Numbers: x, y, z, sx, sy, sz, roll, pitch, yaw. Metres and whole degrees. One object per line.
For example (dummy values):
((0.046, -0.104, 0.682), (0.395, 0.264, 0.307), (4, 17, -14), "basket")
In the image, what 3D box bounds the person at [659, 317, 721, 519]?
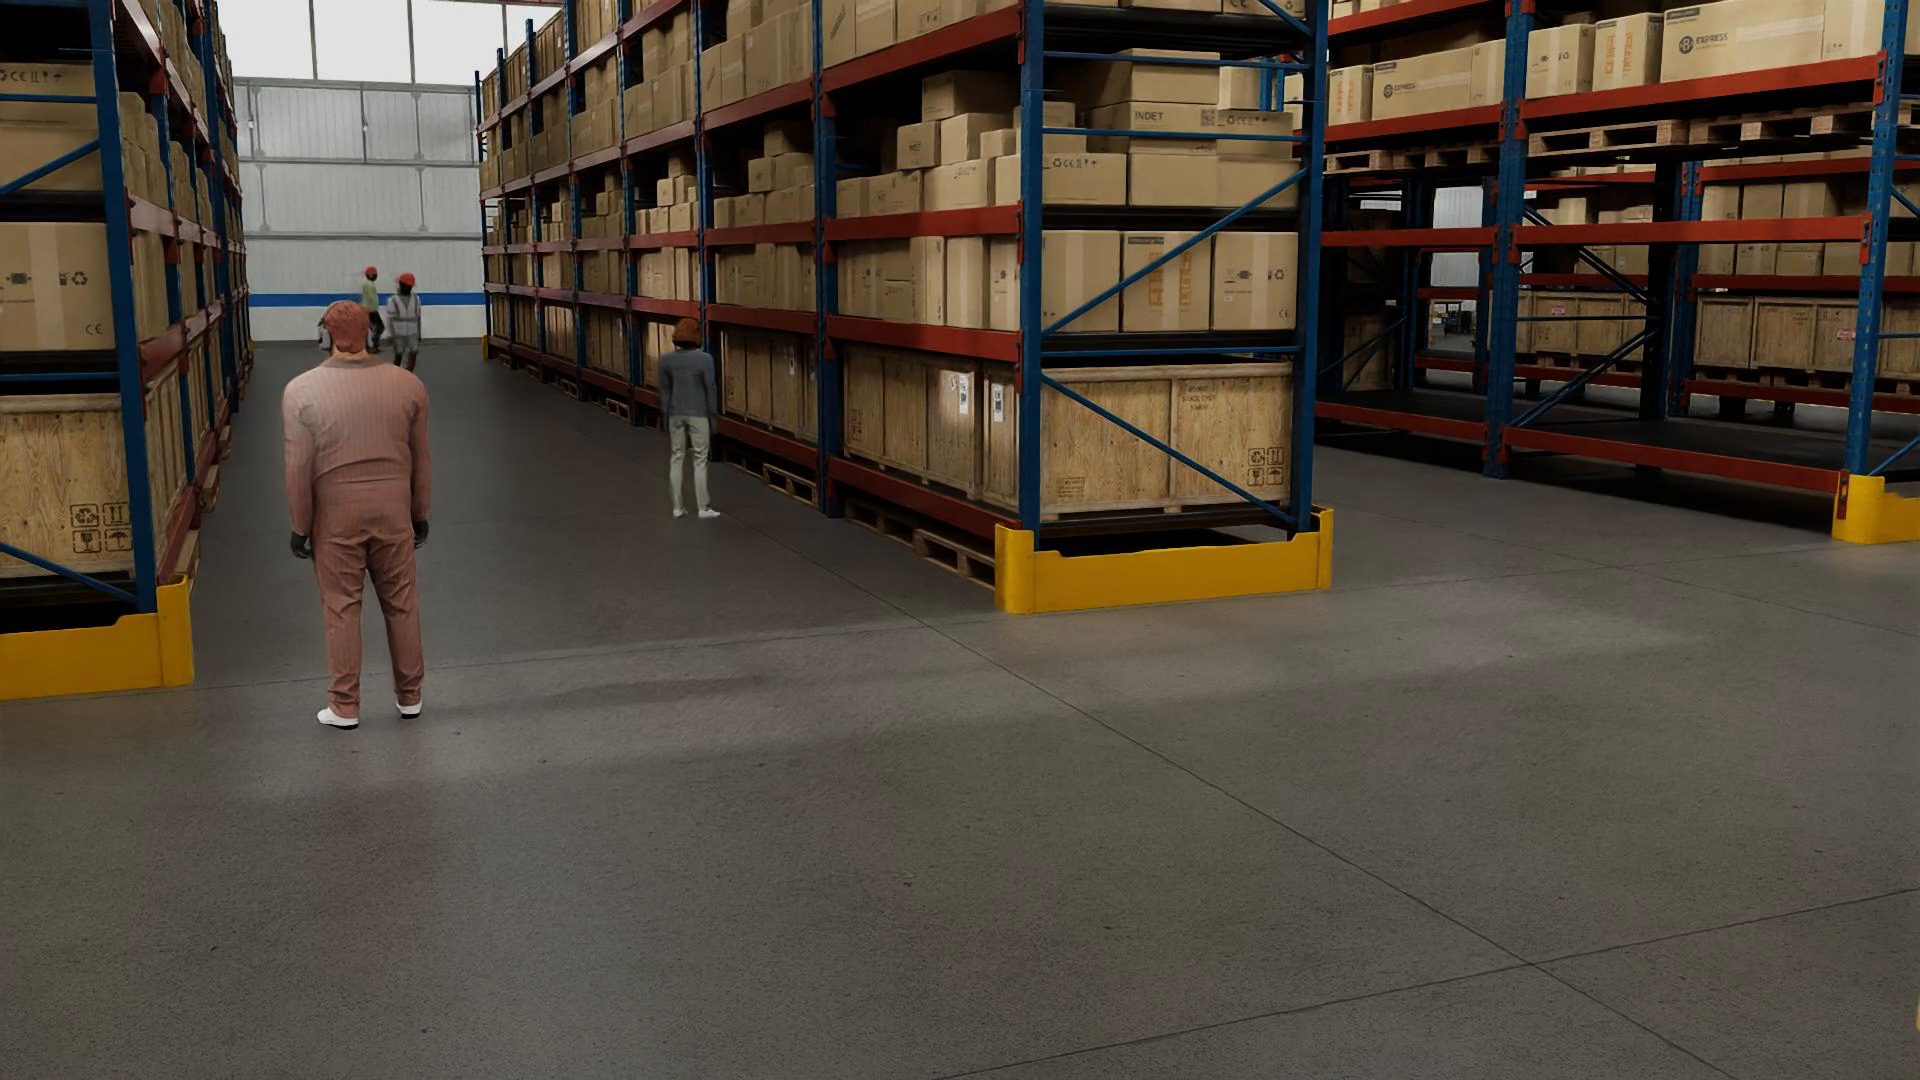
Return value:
((-2.186, -0.980, 13.462), (0.507, 1.631, 0.266), (3, 10, 18), "person")

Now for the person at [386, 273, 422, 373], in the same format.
((-8.803, -3.258, 26.313), (0.634, 1.888, 0.805), (-6, 11, -33), "person")

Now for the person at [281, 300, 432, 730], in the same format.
((-2.686, -0.111, 7.438), (0.643, 1.909, 0.411), (-7, 12, -36), "person")

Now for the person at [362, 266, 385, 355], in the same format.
((-13.164, -5.152, 37.402), (0.518, 1.979, 0.644), (-5, 11, -30), "person")
